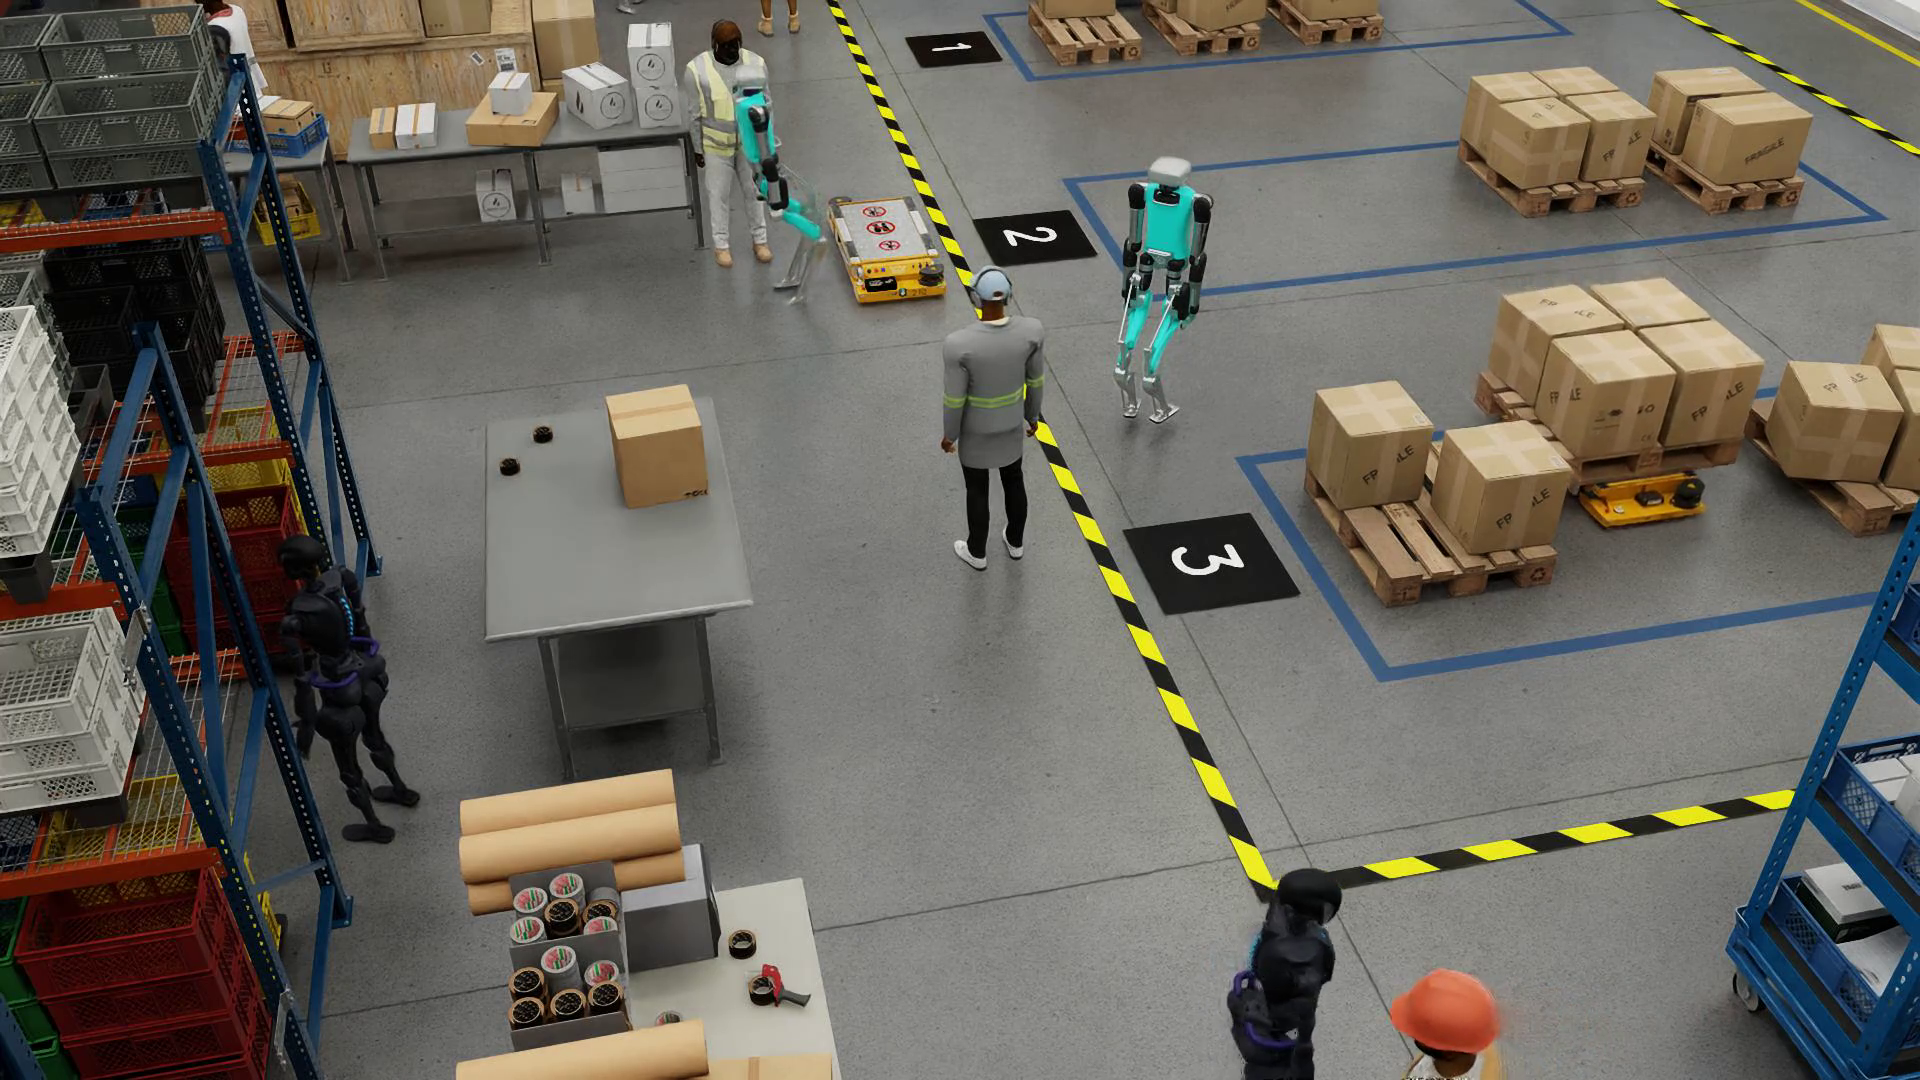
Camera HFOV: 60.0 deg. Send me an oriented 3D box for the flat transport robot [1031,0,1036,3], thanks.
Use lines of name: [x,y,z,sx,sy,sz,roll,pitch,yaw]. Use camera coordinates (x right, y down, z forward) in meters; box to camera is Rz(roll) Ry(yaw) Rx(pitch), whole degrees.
flat transport robot: [1.373,-5.857,17.402,1.431,0.197,0.652,-8,37,-10]

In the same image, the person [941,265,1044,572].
person: [0.162,-0.668,9.126,0.597,1.850,0.395,-14,39,-18]

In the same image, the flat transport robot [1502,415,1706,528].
flat transport robot: [3.948,-0.595,10.330,0.652,0.197,1.431,-8,37,-10]

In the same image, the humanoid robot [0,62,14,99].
humanoid robot: [-7.964,-3.823,13.467,0.542,1.773,0.903,-9,38,-12]

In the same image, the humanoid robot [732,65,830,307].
humanoid robot: [-1.189,-2.492,11.647,0.718,1.745,0.537,-13,39,-17]

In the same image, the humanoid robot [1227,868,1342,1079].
humanoid robot: [1.062,1.794,5.981,0.466,1.659,0.590,-4,37,-5]

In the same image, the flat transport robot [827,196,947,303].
flat transport robot: [-0.570,-2.220,12.538,0.659,0.231,1.431,-8,37,-10]

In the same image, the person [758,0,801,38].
person: [-1.818,-5.884,15.979,0.613,2.039,0.384,-10,38,-13]

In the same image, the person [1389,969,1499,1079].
person: [1.472,2.074,5.381,0.521,1.927,0.552,17,40,21]

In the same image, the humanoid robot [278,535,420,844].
humanoid robot: [-2.783,0.668,7.471,0.327,1.655,0.590,8,37,11]

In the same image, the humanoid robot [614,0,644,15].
humanoid robot: [-3.396,-6.213,16.670,0.878,1.770,0.586,-17,40,-21]

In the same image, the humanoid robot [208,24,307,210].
humanoid robot: [-5.410,-3.064,12.514,0.723,1.625,0.612,-9,38,-12]

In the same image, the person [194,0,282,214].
person: [-5.513,-3.406,12.748,0.392,1.922,0.592,-4,37,-5]

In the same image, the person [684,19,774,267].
person: [-1.650,-2.888,12.127,0.622,1.837,0.429,-11,38,-14]

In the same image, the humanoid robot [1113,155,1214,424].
humanoid robot: [1.152,-1.447,10.153,0.533,1.681,0.735,18,40,22]
